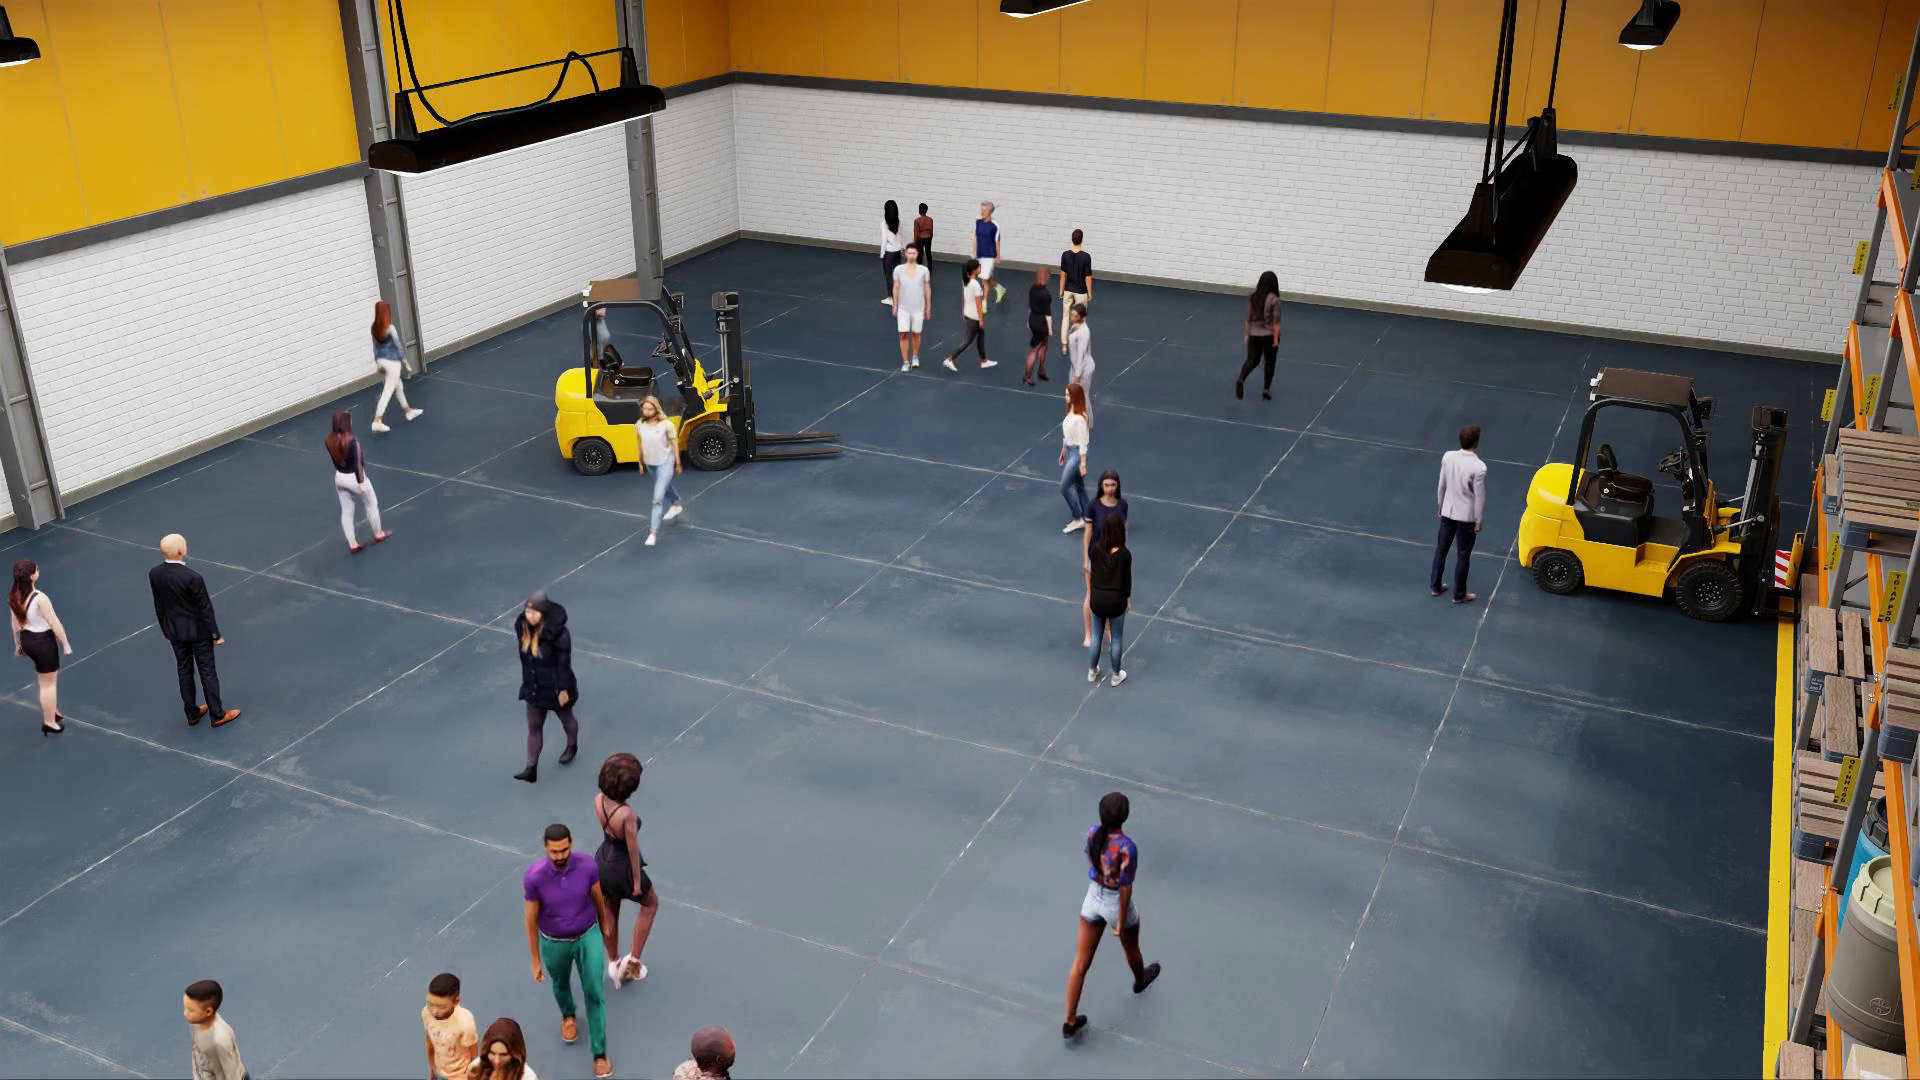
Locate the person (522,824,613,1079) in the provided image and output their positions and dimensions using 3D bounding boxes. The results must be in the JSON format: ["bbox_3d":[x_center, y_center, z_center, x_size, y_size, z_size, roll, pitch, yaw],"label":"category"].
[{"bbox_3d":[-2.499,2.488,10.583,1.104,1.728,1.168,-8,25,-17],"label":"person"}]

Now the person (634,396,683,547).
[{"bbox_3d":[-3.259,-0.806,18.242,0.817,1.629,1.359,7,25,15],"label":"person"}]

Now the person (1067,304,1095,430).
[{"bbox_3d":[1.603,-2.226,21.398,0.908,1.704,0.816,1,24,2],"label":"person"}]

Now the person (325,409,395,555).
[{"bbox_3d":[-6.559,-0.598,17.815,0.628,1.590,0.796,9,25,20],"label":"person"}]

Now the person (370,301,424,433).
[{"bbox_3d":[-7.400,-2.196,21.377,0.769,1.665,1.173,16,29,33],"label":"person"}]

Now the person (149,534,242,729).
[{"bbox_3d":[-6.672,0.782,14.397,0.743,1.800,0.665,5,24,11],"label":"person"}]

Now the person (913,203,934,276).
[{"bbox_3d":[-0.629,-5.204,28.775,0.566,1.252,0.643,-11,26,-24],"label":"person"}]

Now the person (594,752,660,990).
[{"bbox_3d":[-2.321,2.259,11.049,0.618,1.775,0.646,14,27,28],"label":"person"}]

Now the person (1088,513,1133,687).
[{"bbox_3d":[1.355,0.538,15.150,0.555,1.643,0.527,9,25,20],"label":"person"}]

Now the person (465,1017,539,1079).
[{"bbox_3d":[-2.344,3.229,8.895,0.593,1.722,1.128,11,26,24],"label":"person"}]

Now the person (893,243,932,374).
[{"bbox_3d":[-0.687,-3.362,23.840,0.943,1.829,1.075,0,24,0],"label":"person"}]

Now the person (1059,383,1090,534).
[{"bbox_3d":[1.373,-0.910,18.375,0.791,1.713,0.719,-3,24,-6],"label":"person"}]

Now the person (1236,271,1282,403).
[{"bbox_3d":[4.001,-2.659,22.248,0.776,1.815,1.061,17,29,34],"label":"person"}]

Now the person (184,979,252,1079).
[{"bbox_3d":[-4.141,3.097,9.546,0.735,1.444,0.990,21,31,39],"label":"person"}]

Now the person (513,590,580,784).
[{"bbox_3d":[-3.342,1.158,13.740,0.720,1.638,1.019,8,25,18],"label":"person"}]

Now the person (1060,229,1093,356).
[{"bbox_3d":[1.700,-3.638,24.444,0.648,1.850,0.564,9,25,20],"label":"person"}]

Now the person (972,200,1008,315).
[{"bbox_3d":[0.475,-4.527,26.526,1.198,1.812,0.898,-22,32,-40],"label":"person"}]

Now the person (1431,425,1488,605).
[{"bbox_3d":[5.029,-0.274,16.749,0.744,1.851,0.758,-17,29,-34],"label":"person"}]

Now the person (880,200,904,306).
[{"bbox_3d":[-1.102,-4.685,27.027,0.607,1.700,0.744,-21,31,-40],"label":"person"}]

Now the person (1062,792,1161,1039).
[{"bbox_3d":[0.894,2.446,10.729,0.808,1.688,1.234,18,30,36],"label":"person"}]

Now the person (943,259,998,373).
[{"bbox_3d":[0.110,-3.153,23.635,1.131,1.609,1.041,-9,25,-20],"label":"person"}]

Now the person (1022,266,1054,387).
[{"bbox_3d":[1.013,-2.933,23.042,0.837,1.682,0.780,-12,26,-25],"label":"person"}]

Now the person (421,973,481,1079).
[{"bbox_3d":[-2.877,3.057,9.641,0.577,1.439,0.732,15,28,31],"label":"person"}]

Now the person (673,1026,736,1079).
[{"bbox_3d":[-1.343,3.325,8.587,1.267,1.793,1.066,-15,28,-31],"label":"person"}]

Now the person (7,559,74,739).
[{"bbox_3d":[-7.913,0.961,14.189,0.636,1.639,0.648,6,24,14],"label":"person"}]

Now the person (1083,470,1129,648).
[{"bbox_3d":[1.384,0.165,15.850,0.661,1.766,0.684,-3,24,-7],"label":"person"}]
